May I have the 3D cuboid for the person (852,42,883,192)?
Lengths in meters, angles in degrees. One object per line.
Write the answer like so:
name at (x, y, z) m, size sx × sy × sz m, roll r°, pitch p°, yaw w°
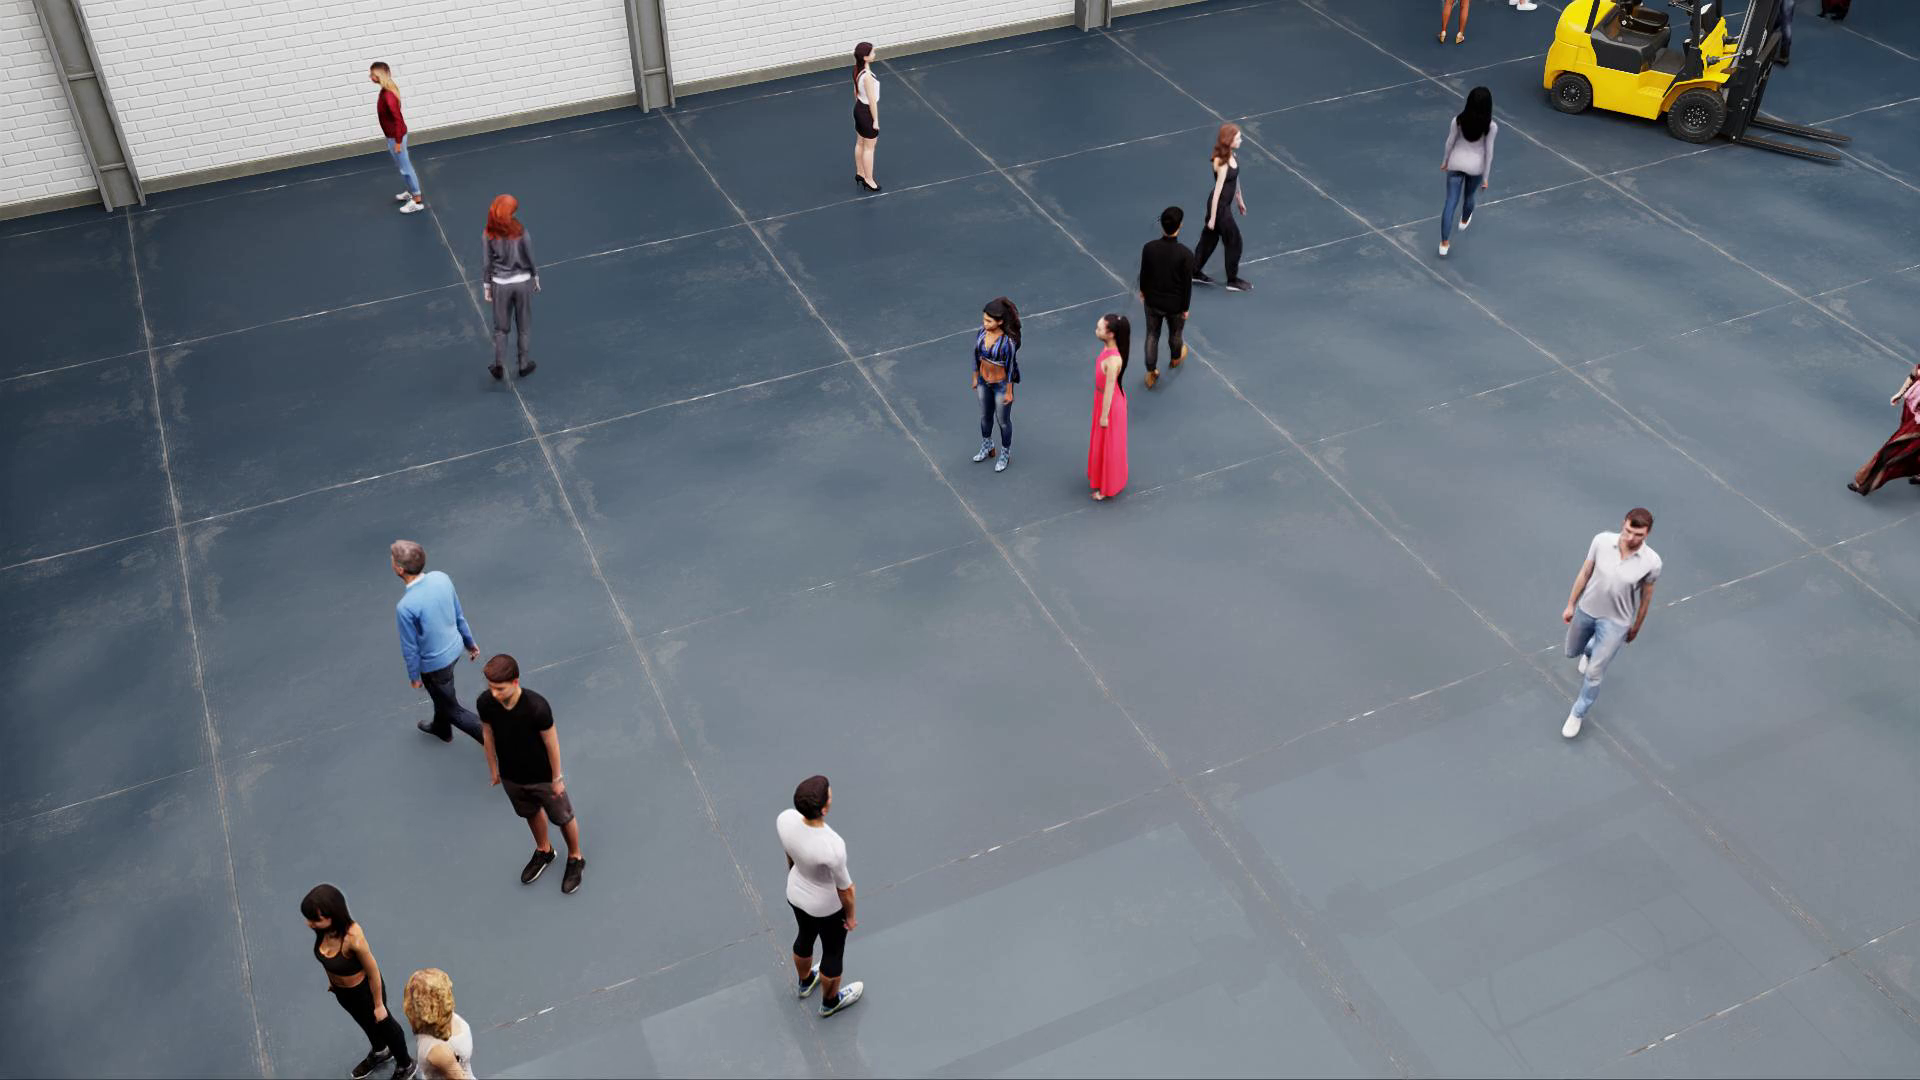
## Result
person at (-1.012, -4.579, 17.959) m, size 0.502 × 1.648 × 0.562 m, roll -18°, pitch 42°, yaw -21°

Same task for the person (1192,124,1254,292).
person at (2.449, -3.261, 16.251) m, size 0.989 × 1.720 × 0.898 m, roll 9°, pitch 39°, yaw 11°

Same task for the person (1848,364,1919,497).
person at (7.946, -1.063, 13.594) m, size 1.142 × 1.602 × 0.918 m, roll -1°, pitch 39°, yaw -1°

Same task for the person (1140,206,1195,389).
person at (1.809, -2.135, 14.853) m, size 0.978 × 1.705 × 1.054 m, roll 16°, pitch 41°, yaw 19°

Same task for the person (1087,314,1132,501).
person at (1.218, -1.086, 13.526) m, size 0.733 × 1.723 × 0.719 m, roll 3°, pitch 39°, yaw 4°

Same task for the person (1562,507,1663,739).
person at (4.468, 0.481, 11.478) m, size 0.923 × 1.829 × 1.137 m, roll 27°, pitch 46°, yaw 30°

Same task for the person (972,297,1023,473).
person at (0.295, -1.300, 13.877) m, size 0.699 × 1.618 × 0.693 m, roll 27°, pitch 46°, yaw 30°

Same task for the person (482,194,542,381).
person at (-4.051, -2.226, 14.939) m, size 0.672 × 1.740 × 0.869 m, roll -14°, pitch 41°, yaw -17°

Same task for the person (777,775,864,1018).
person at (-0.825, 2.035, 9.517) m, size 0.737 × 1.848 × 0.732 m, roll 25°, pitch 45°, yaw 28°

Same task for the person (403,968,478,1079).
person at (-2.736, 2.892, 8.629) m, size 1.159 × 1.617 × 0.727 m, roll -11°, pitch 40°, yaw -13°

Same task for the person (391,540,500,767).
person at (-3.411, 0.792, 11.130) m, size 1.223 × 1.778 × 1.168 m, roll 13°, pitch 40°, yaw 15°

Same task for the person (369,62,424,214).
person at (-5.966, -4.282, 17.599) m, size 0.537 × 1.634 × 0.622 m, roll -12°, pitch 40°, yaw -14°

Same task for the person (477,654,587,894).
person at (-2.656, 1.398, 10.306) m, size 0.734 × 1.860 × 0.817 m, roll 8°, pitch 39°, yaw 10°

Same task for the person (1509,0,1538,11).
person at (7.614, -7.968, 22.101) m, size 0.603 × 1.774 × 0.642 m, roll -6°, pitch 39°, yaw -7°

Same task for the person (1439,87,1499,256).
person at (5.084, -3.686, 16.803) m, size 1.100 × 1.696 × 1.161 m, roll 13°, pitch 40°, yaw 16°

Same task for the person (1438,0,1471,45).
person at (6.389, -7.175, 21.177) m, size 0.627 × 1.690 × 0.697 m, roll 10°, pitch 40°, yaw 13°

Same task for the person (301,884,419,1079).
person at (-3.307, 2.455, 9.157) m, size 0.641 × 1.642 × 0.656 m, roll 21°, pitch 43°, yaw 25°
